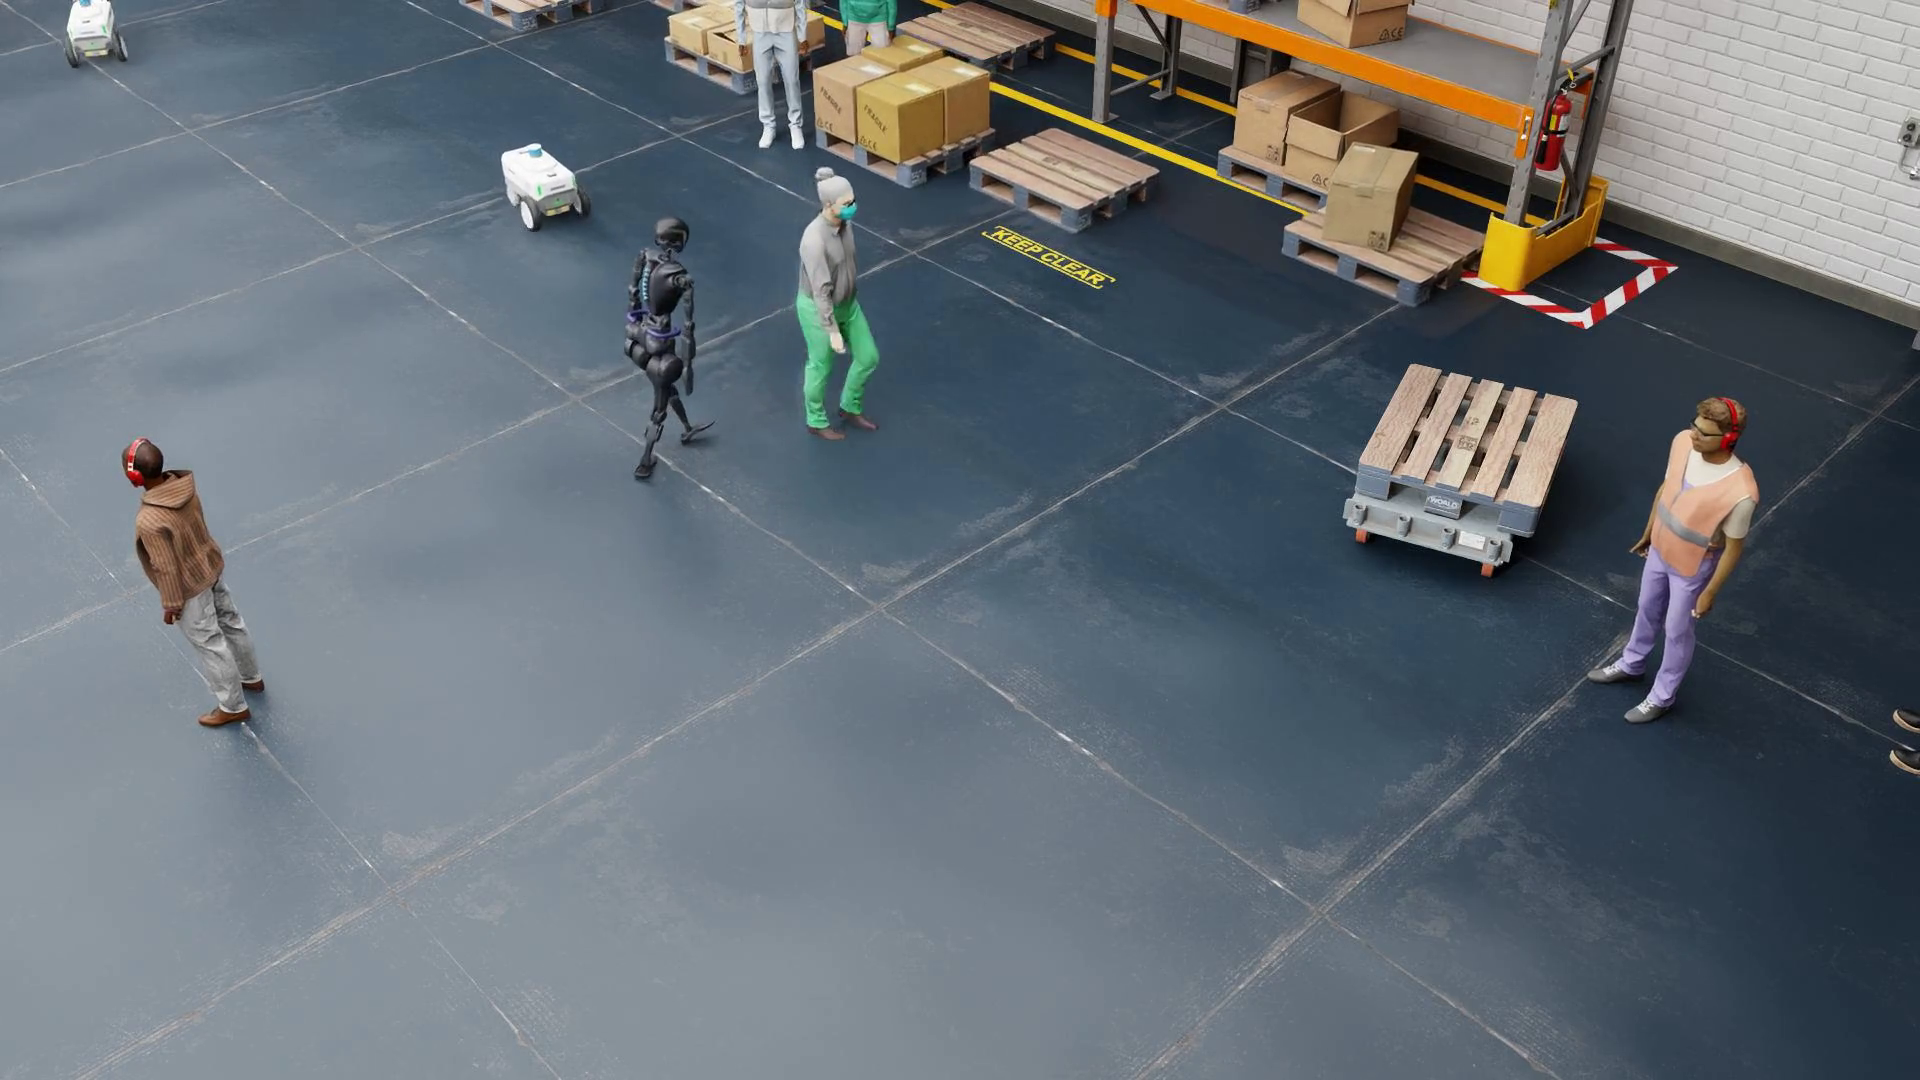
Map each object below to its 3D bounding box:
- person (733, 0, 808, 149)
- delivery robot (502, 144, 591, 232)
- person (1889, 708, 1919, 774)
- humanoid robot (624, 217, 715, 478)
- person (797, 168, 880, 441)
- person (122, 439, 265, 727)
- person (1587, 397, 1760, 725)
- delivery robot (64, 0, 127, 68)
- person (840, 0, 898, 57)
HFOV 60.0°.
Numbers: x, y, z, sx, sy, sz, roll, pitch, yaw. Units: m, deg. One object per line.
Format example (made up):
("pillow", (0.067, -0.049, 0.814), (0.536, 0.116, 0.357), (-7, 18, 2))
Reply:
("person", (-1.550, -4.177, 13.707), (0.601, 1.906, 0.414), (-1, 37, -1))
("delivery robot", (-3.266, -2.777, 12.988), (0.499, 0.613, 0.807), (-24, 43, -28))
("person", (4.849, 0.287, 7.746), (0.361, 1.964, 0.612), (18, 41, 22))
("humanoid robot", (-1.797, -1.182, 9.956), (0.628, 1.612, 0.674), (29, 46, 33))
("person", (-0.733, -1.389, 10.082), (0.565, 1.824, 0.535), (19, 41, 24))
("person", (-3.739, 0.212, 8.103), (0.323, 1.651, 0.458), (2, 37, 3))
("person", (3.528, 0.100, 8.092), (0.385, 1.844, 0.564), (-9, 38, -12))
("delivery robot", (-8.167, -4.824, 15.658), (0.499, 0.564, 0.744), (-12, 39, -15))
("person", (-0.762, -4.412, 14.073), (0.501, 1.843, 0.395), (8, 38, 10))
